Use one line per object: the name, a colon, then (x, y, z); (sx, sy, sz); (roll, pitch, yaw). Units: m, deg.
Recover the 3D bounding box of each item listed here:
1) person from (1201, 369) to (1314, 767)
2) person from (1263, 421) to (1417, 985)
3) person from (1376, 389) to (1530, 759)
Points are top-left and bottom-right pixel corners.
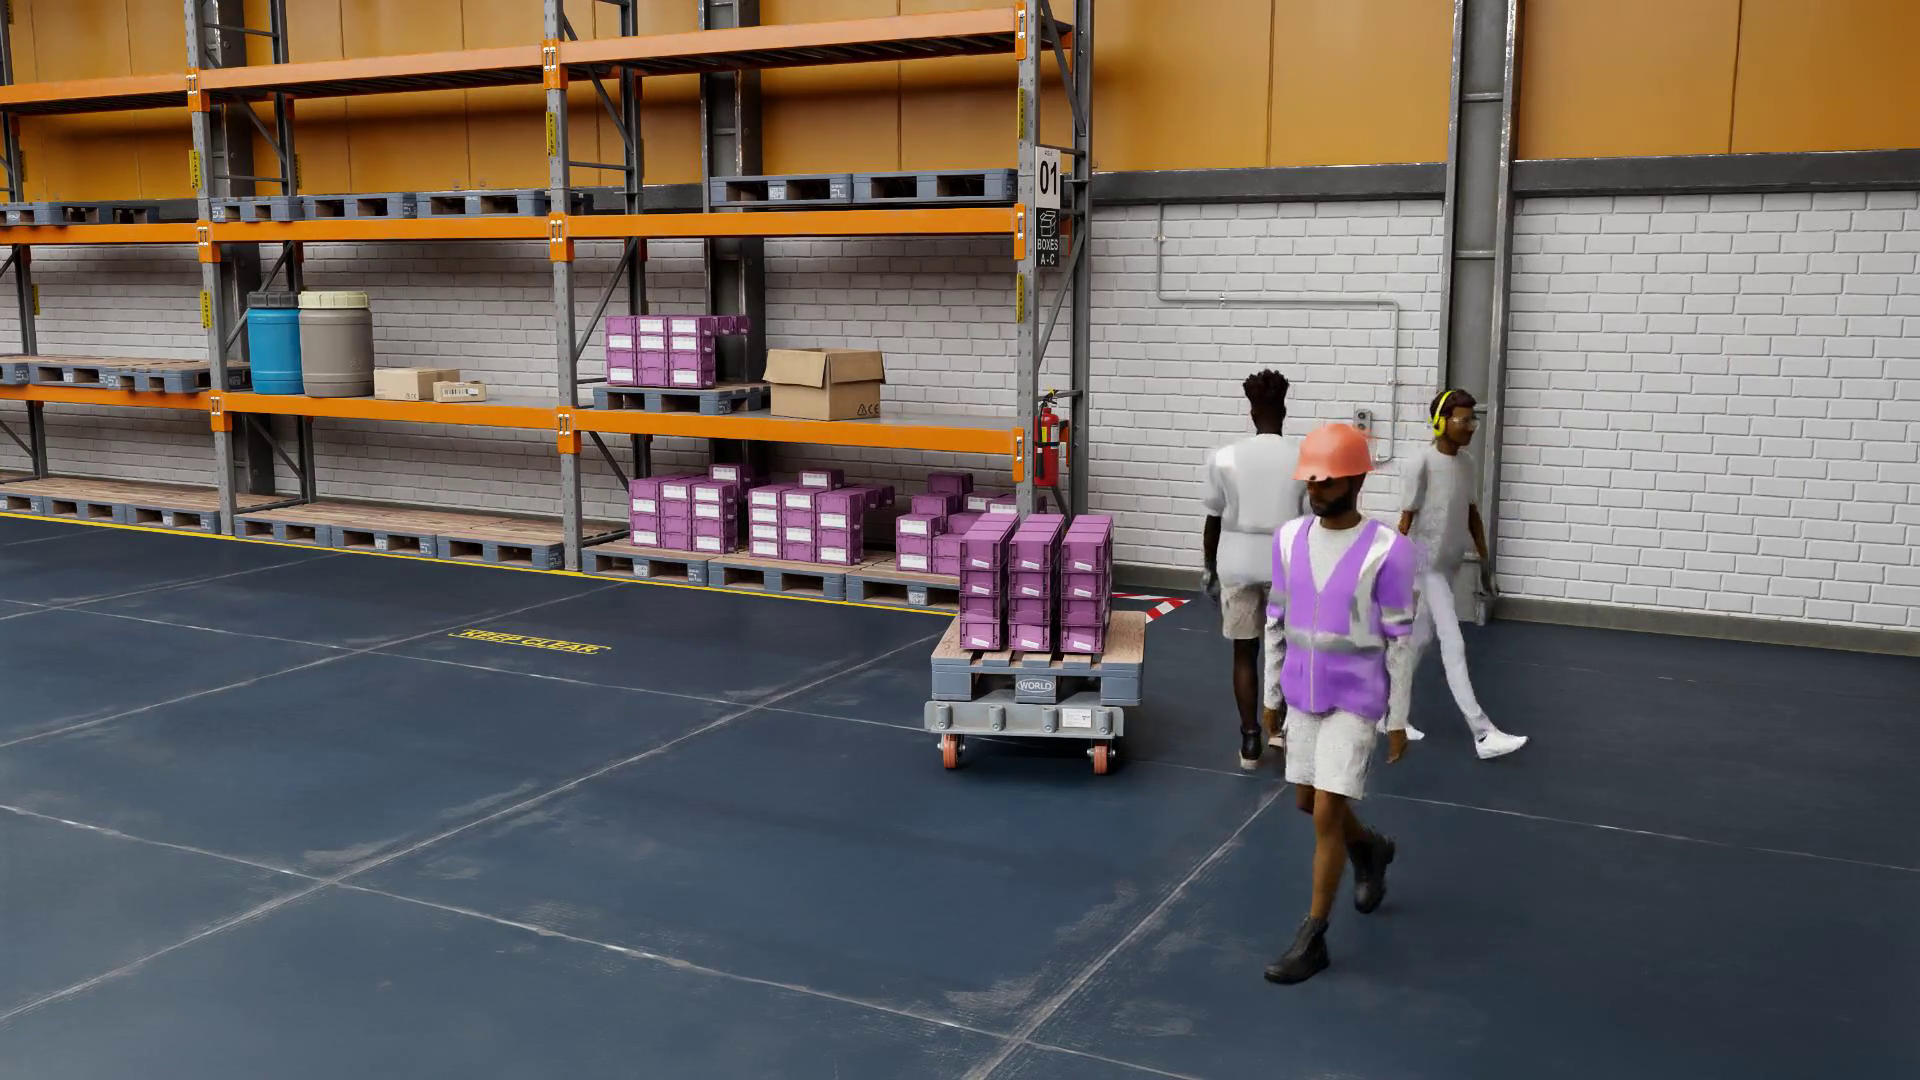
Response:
person: (1.478, 0.142, 8.099); (0.605, 1.938, 0.423); (2, 9, 11)
person: (1.347, 0.525, 5.839); (0.554, 1.912, 0.863); (9, 13, 44)
person: (2.471, 0.165, 8.296); (0.554, 1.818, 0.957); (-8, 12, -40)
